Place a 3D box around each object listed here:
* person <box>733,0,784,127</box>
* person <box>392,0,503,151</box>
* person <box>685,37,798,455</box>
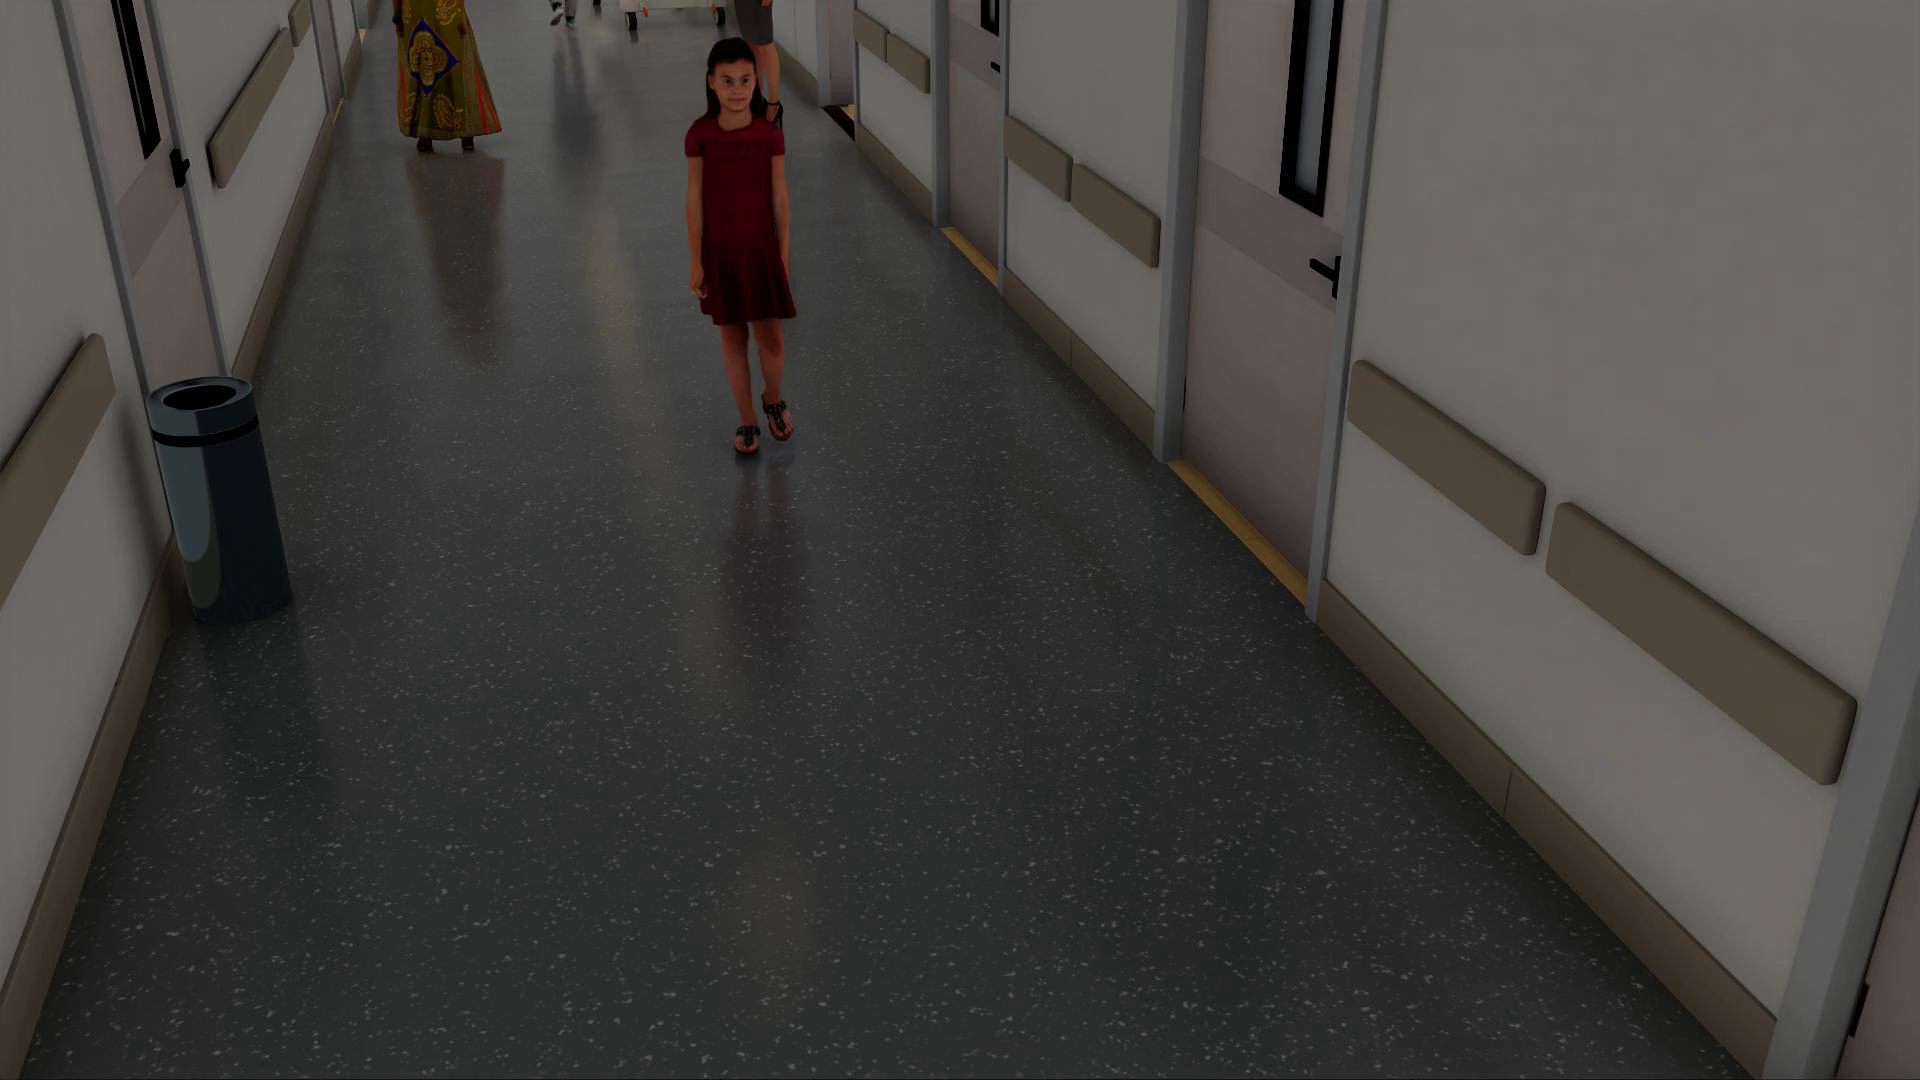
[{"bbox_3d":[-1.411,-3.778,11.453,0.681,1.842,0.694,-20,32,-35],"label":"person"},{"bbox_3d":[-3.457,-3.410,10.898,0.745,1.660,0.941,-3,26,-7],"label":"person"},{"bbox_3d":[-0.825,-1.100,6.237,0.627,1.540,0.661,-2,26,-5],"label":"person"}]
